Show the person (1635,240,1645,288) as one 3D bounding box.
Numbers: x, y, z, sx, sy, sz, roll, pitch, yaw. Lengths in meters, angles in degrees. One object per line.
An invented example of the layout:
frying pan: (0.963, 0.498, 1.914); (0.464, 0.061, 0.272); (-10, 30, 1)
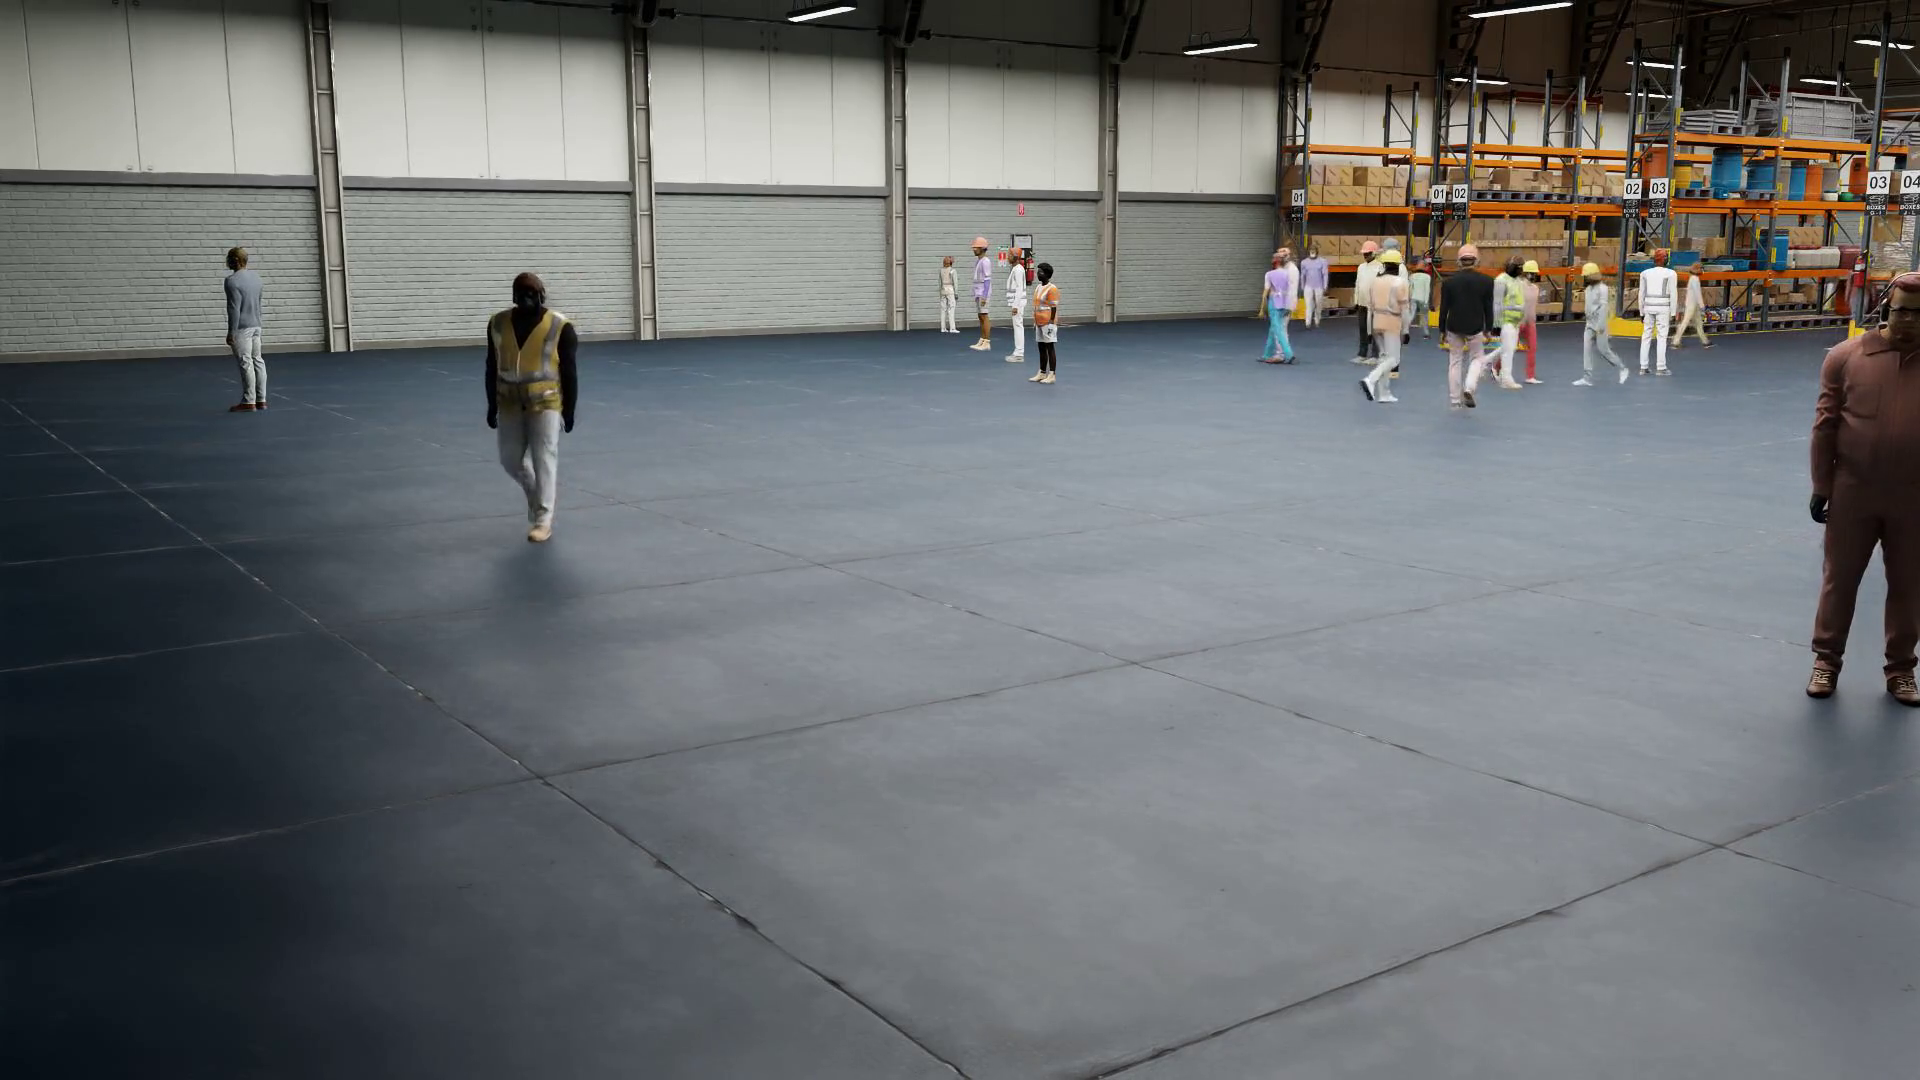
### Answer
person: (18.369, -7.104, 44.903); (0.367, 1.967, 0.604); (-4, 11, -22)

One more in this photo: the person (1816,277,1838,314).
person: (23.411, -6.908, 44.839); (0.494, 1.600, 0.834); (9, 14, 42)

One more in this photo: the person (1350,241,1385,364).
person: (6.625, -3.847, 26.978); (0.402, 1.990, 0.622); (-6, 12, -31)

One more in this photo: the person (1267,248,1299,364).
person: (5.239, -3.804, 27.052); (0.437, 1.872, 0.688); (-1, 10, -8)

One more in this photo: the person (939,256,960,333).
person: (-0.243, -5.258, 35.685); (0.510, 1.640, 0.308); (9, 14, 41)

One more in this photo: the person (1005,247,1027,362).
person: (0.925, -3.884, 27.475); (0.355, 1.887, 0.573); (0, 10, 1)

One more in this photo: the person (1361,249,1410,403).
person: (5.209, -2.619, 20.486); (0.677, 1.905, 0.594); (-6, 12, -31)

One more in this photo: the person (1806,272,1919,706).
person: (4.101, -0.220, 7.350); (0.638, 1.903, 0.409); (4, 11, 22)

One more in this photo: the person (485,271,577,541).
person: (-2.920, -0.923, 11.408); (0.640, 1.827, 0.580); (1, 10, 7)

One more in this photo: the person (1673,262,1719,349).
person: (13.549, -4.293, 30.519); (0.836, 1.596, 0.507); (4, 11, 21)

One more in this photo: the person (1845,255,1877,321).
person: (17.974, -4.851, 33.218); (0.545, 1.742, 0.758); (8, 13, 38)

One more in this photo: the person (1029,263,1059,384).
person: (1.193, -3.046, 23.404); (0.318, 1.696, 0.532); (-5, 11, -26)

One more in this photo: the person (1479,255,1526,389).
person: (7.393, -2.977, 22.725); (0.678, 1.816, 0.639); (9, 14, 42)

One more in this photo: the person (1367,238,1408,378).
person: (6.230, -3.386, 24.319); (0.538, 2.000, 0.690); (-1, 10, -5)

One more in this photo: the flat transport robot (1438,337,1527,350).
flat transport robot: (9.489, -3.571, 30.187); (1.431, 0.197, 0.652); (-1, 10, -7)

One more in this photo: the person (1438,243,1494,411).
person: (5.965, -2.498, 19.619); (0.633, 1.976, 0.533); (4, 11, 21)

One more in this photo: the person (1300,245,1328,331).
person: (7.859, -5.601, 36.916); (0.637, 1.894, 1.031); (4, 11, 20)

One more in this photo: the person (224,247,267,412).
person: (-8.456, -2.481, 19.639); (0.373, 1.940, 0.630); (1, 10, 7)

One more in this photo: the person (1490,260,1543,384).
person: (7.896, -3.080, 23.489); (0.528, 1.738, 0.774); (-5, 12, -27)

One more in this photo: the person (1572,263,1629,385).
person: (8.921, -2.993, 23.106); (0.710, 1.700, 0.520); (-2, 11, -12)

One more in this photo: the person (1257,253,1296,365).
person: (5.168, -3.751, 26.980); (0.584, 1.807, 0.905); (-7, 13, -35)

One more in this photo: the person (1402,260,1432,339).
person: (9.218, -4.835, 33.489); (0.801, 1.605, 0.511); (-8, 13, -38)

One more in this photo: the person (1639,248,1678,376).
person: (10.393, -3.389, 24.772); (0.356, 1.883, 0.574); (-9, 14, -41)

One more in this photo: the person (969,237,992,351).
person: (0.379, -4.453, 30.161); (0.378, 2.045, 0.605); (-2, 11, -11)

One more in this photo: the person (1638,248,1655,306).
person: (15.367, -5.583, 36.967); (0.459, 1.816, 0.624); (-9, 14, -41)
